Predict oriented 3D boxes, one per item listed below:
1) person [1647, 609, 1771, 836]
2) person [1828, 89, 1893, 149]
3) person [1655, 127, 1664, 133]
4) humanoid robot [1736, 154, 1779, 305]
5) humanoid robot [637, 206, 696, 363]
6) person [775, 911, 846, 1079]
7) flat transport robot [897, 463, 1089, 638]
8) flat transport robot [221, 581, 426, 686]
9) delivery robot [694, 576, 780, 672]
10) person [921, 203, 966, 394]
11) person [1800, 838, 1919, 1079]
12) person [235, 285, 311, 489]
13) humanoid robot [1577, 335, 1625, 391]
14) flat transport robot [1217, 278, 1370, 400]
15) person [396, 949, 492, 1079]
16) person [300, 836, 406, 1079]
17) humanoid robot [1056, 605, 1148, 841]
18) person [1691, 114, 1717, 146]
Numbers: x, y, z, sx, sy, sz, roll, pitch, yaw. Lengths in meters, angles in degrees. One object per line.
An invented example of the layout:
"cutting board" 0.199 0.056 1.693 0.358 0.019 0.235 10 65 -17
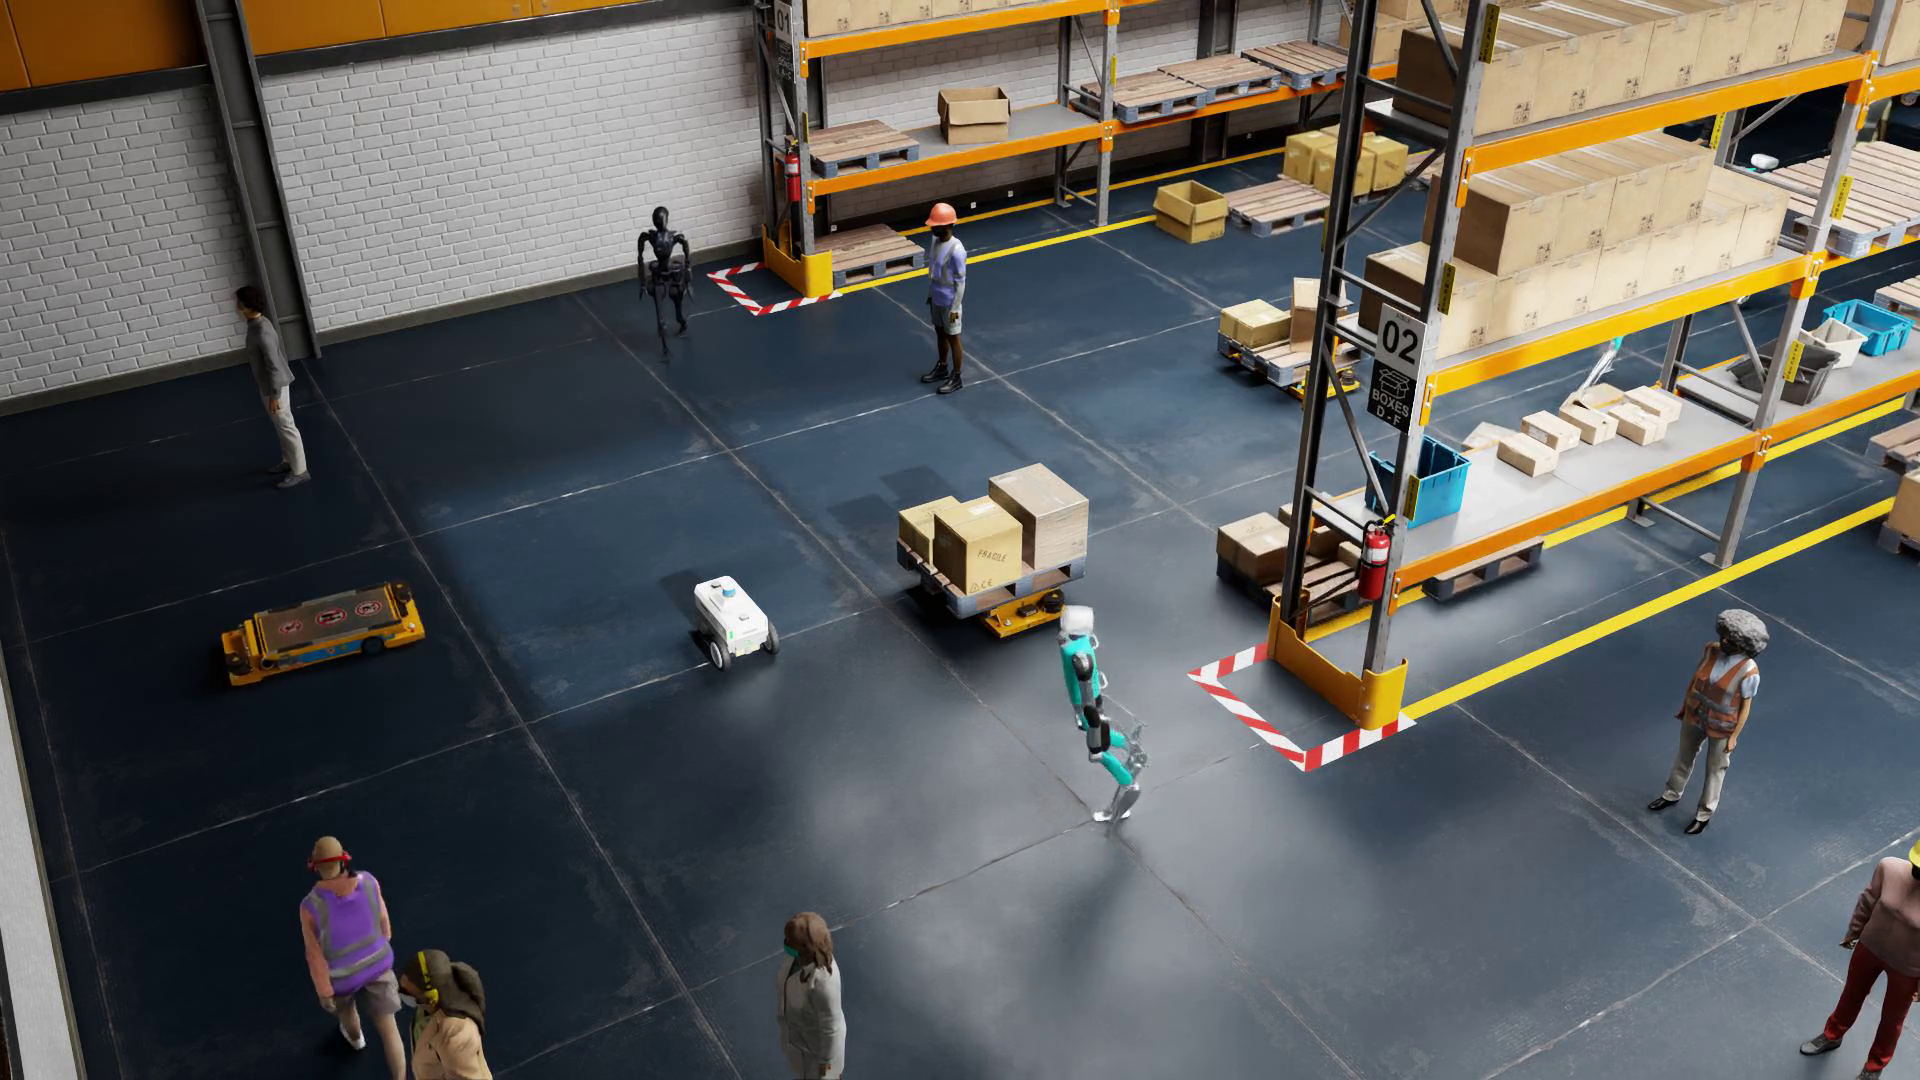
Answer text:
"person" 4.914 1.175 10.868 0.314 1.689 0.437 -18 36 -26
"person" 11.125 -4.970 20.586 0.956 1.787 0.565 -20 37 -29
"person" 7.981 -4.511 19.803 0.404 1.837 0.589 -18 36 -26
"humanoid robot" 8.630 -3.388 17.979 0.735 1.677 0.533 -18 36 -26
"humanoid robot" -3.015 -2.704 17.109 0.589 1.630 0.706 0 32 0
"person" -0.783 2.575 8.664 0.338 1.657 0.484 -18 36 -26
"flat transport robot" 0.222 0.298 13.608 0.659 0.231 1.431 -18 36 -26
"flat transport robot" -4.961 0.715 12.944 1.431 0.231 0.659 -15 35 -22
"delivery robot" -1.766 0.593 12.843 0.499 0.566 0.739 -18 36 -26
"person" -0.162 -2.372 16.299 0.358 1.938 0.544 -18 36 -26
"person" 5.070 2.268 9.055 0.305 1.772 0.524 -18 36 -26
"person" -6.095 -1.373 14.739 0.395 1.901 0.532 -18 36 -26
"humanoid robot" 6.493 -2.277 16.345 0.923 1.763 0.565 -21 38 -30
"flat transport robot" 3.351 -1.820 16.986 0.659 0.231 1.431 -18 36 -26
"person" -2.472 2.723 8.232 0.410 1.876 0.554 -18 36 -26
"person" -3.307 2.325 9.088 0.495 1.625 0.908 -23 39 -32
"humanoid robot" 0.999 1.209 10.824 0.778 1.818 0.561 -4 32 -7
"person" 10.328 -6.177 22.452 0.346 1.846 0.505 -18 36 -26
